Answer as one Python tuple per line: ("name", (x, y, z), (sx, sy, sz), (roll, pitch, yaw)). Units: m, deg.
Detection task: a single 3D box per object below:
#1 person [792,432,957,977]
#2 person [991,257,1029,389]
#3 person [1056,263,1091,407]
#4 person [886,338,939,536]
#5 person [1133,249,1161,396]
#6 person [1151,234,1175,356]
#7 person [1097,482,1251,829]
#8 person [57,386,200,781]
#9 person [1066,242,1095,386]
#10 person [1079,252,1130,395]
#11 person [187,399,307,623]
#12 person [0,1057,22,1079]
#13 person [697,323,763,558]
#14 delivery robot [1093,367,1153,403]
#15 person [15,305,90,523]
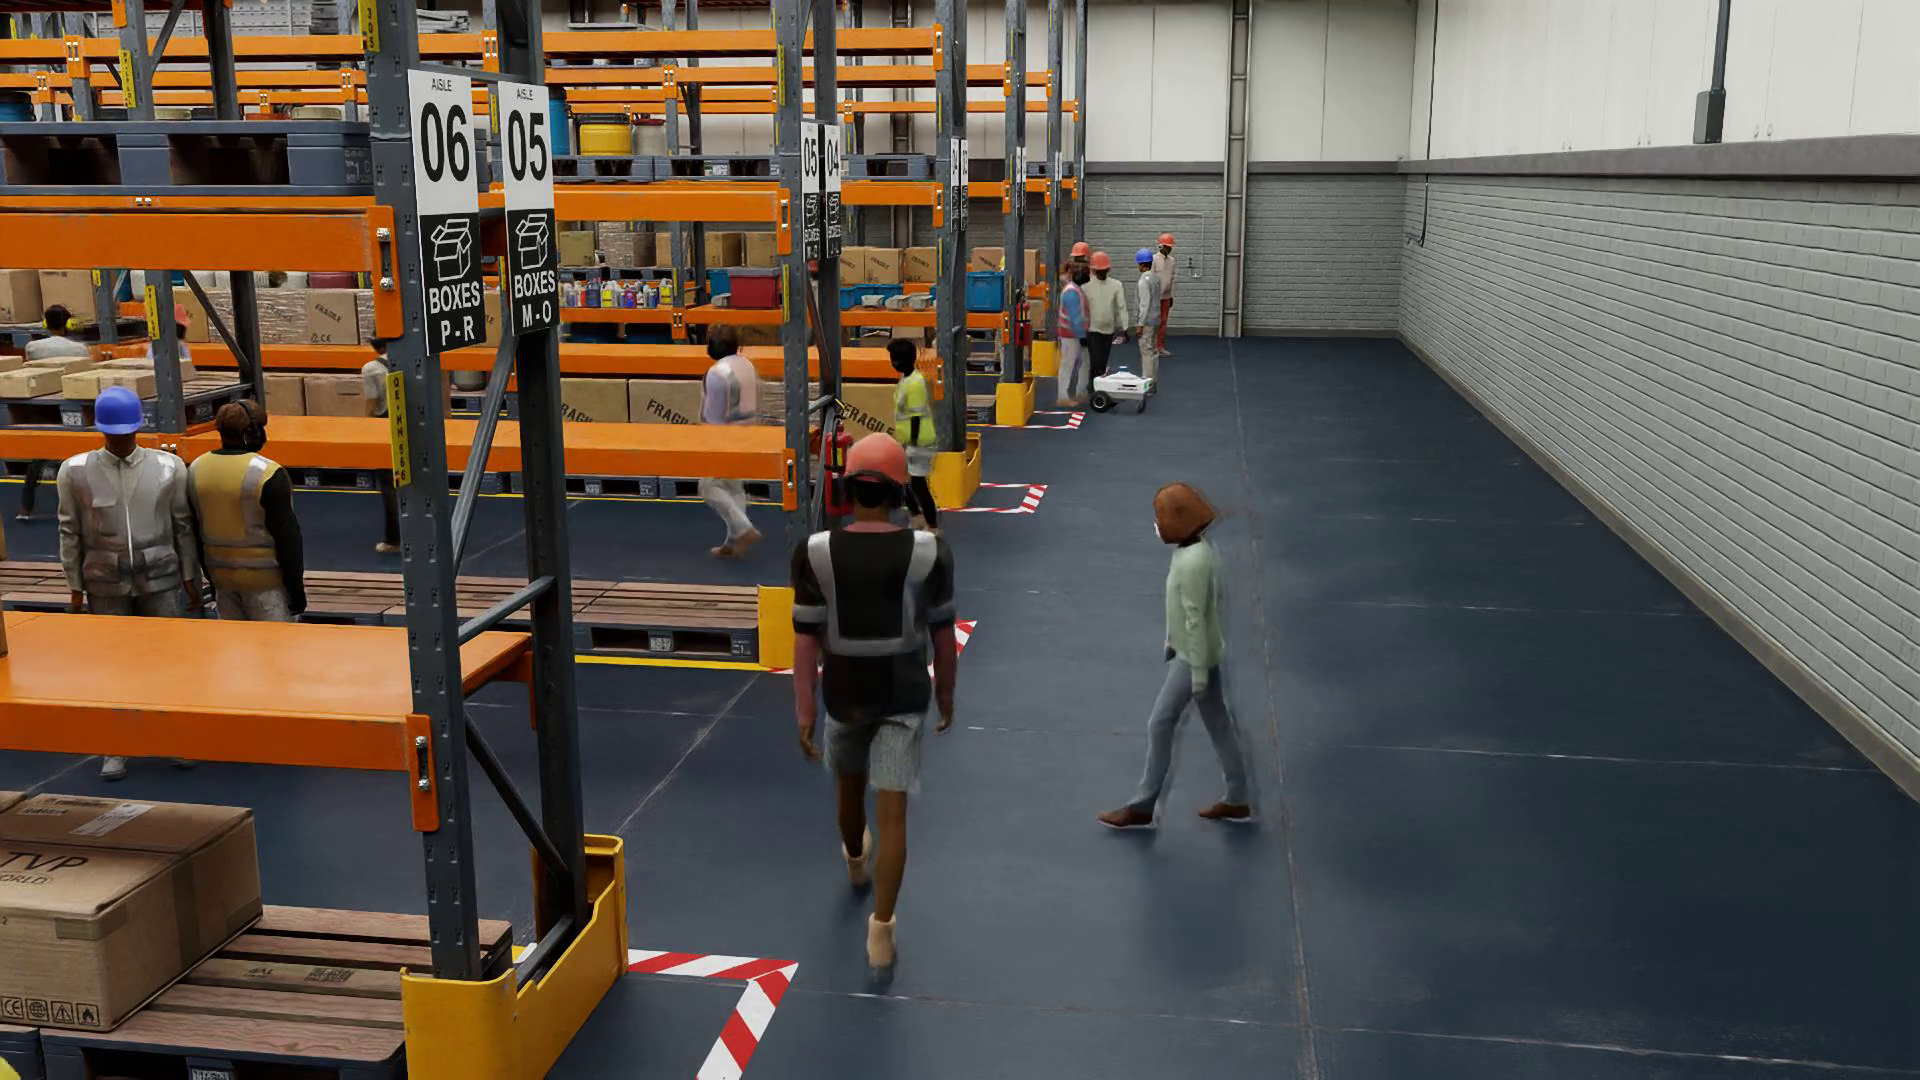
("person", (-0.317, 0.569, 6.432), (0.614, 1.978, 1.065), (0, 12, 2))
("person", (0.662, -2.983, 22.810), (0.586, 1.835, 0.404), (-10, 16, -37))
("person", (1.515, -2.581, 21.025), (0.622, 1.819, 0.642), (4, 13, 18))
("person", (-0.368, -0.786, 13.283), (0.445, 1.654, 0.567), (-3, 13, -12))
("person", (2.482, -2.894, 22.154), (0.402, 1.944, 0.605), (5, 14, 22))
("person", (3.255, -3.932, 26.787), (0.603, 1.977, 0.434), (-10, 16, -39))
("person", (0.969, 0.531, 7.476), (0.786, 1.592, 0.583), (2, 13, 8))
("person", (-4.066, 0.205, 8.178), (0.604, 1.938, 0.402), (-7, 14, -28))
("person", (1.690, -3.151, 23.208), (0.623, 1.989, 0.401), (11, 17, 41))
("person", (1.801, -2.644, 20.991), (0.632, 1.950, 0.787), (-4, 13, -18))
("person", (-3.553, 0.205, 8.400), (0.626, 1.844, 0.429), (4, 13, 19))
("person", (-1.298, 1.536, 2.244), (0.466, 1.912, 0.589), (12, 17, 43))
("person", (-1.761, -0.733, 12.674), (0.448, 1.827, 0.653), (5, 13, 21))
("delivery robot", (2.029, -1.911, 20.668), (0.707, 0.478, 0.477), (5, 13, 20))
("person", (-7.698, -1.060, 14.149), (0.761, 1.833, 0.532), (-4, 13, -18))
